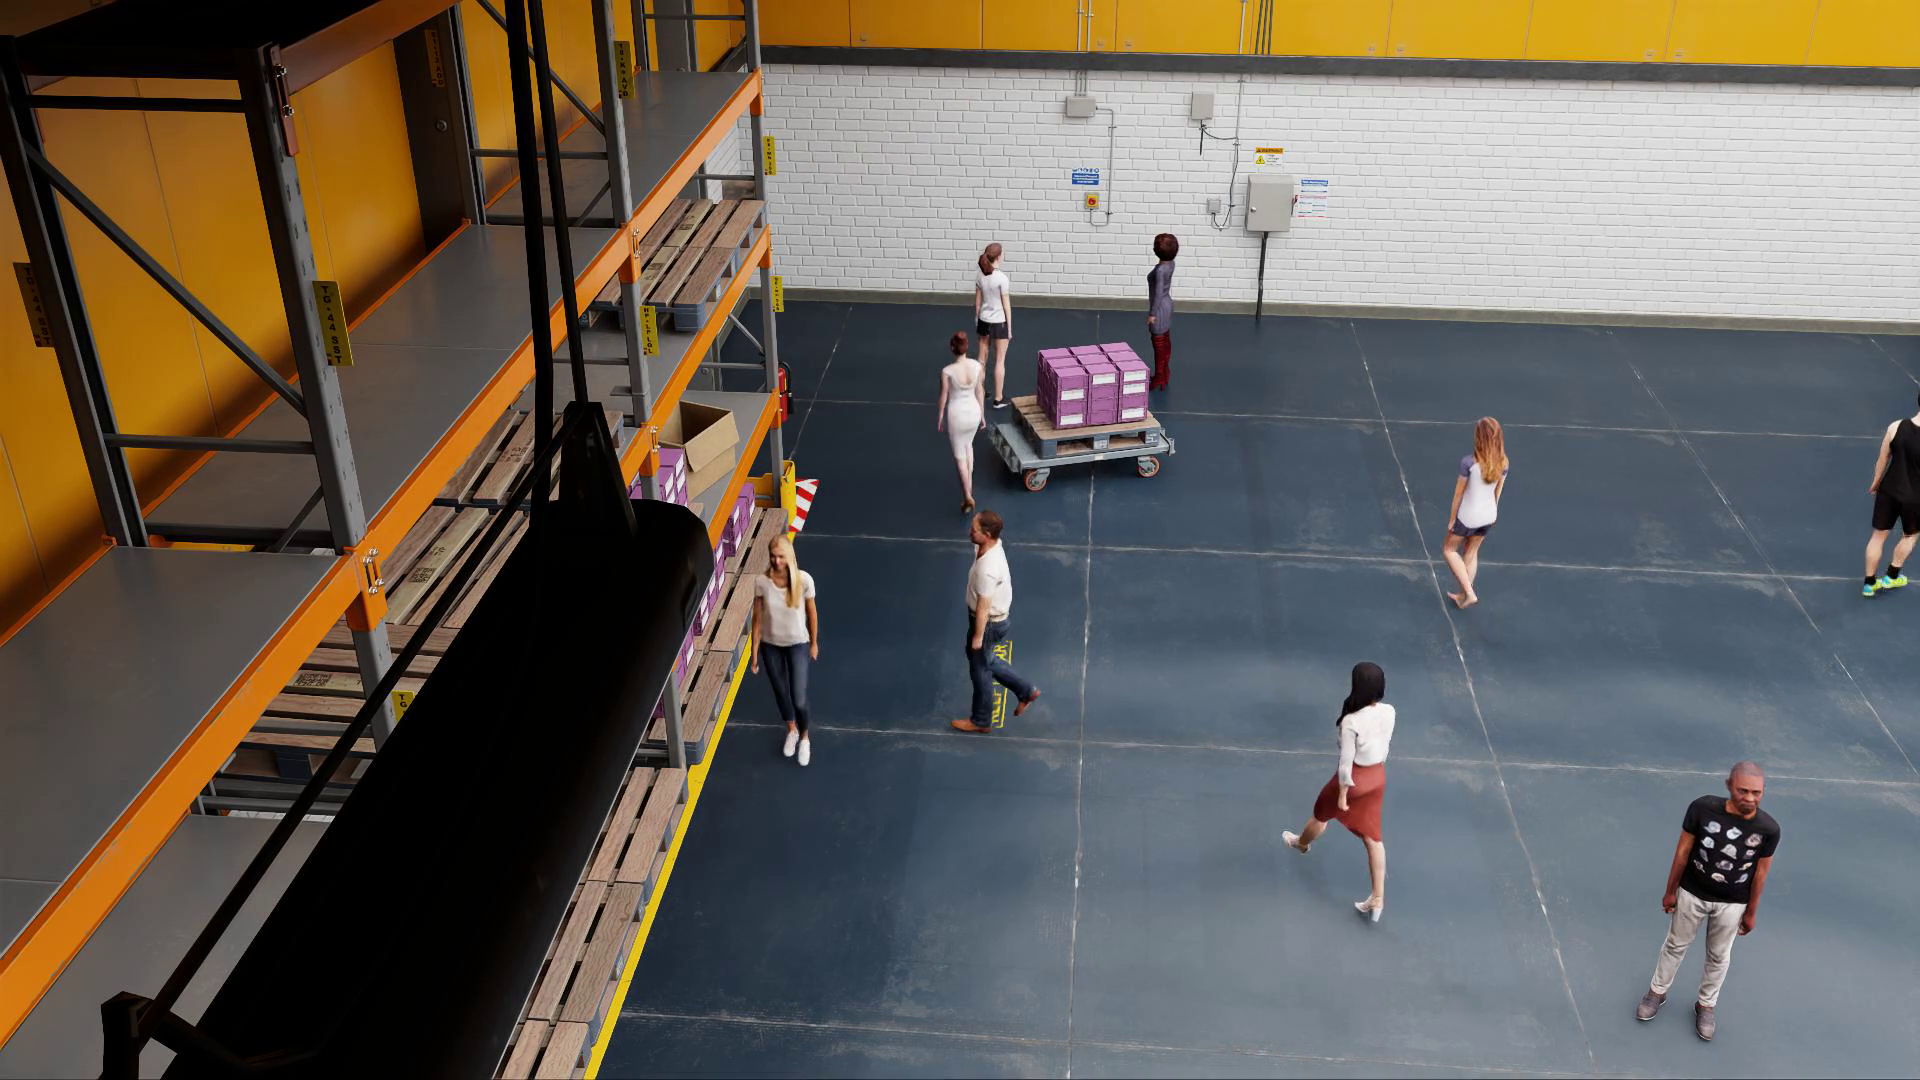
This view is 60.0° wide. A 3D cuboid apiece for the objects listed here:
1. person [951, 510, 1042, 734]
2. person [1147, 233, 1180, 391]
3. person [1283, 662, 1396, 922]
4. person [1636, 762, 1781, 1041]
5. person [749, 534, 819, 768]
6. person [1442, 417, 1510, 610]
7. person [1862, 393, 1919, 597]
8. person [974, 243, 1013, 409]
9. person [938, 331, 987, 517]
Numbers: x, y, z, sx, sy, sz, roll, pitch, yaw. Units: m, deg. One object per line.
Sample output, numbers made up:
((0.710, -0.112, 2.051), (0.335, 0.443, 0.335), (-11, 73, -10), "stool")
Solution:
((0.294, 0.615, 11.982), (0.715, 1.840, 0.821), (2, 29, 3), "person")
((2.147, -2.438, 17.713), (0.715, 1.711, 0.574), (13, 31, 22), "person")
((2.529, 1.600, 10.327), (1.022, 1.696, 1.200), (-15, 32, -25), "person")
((4.283, 2.013, 9.456), (0.738, 1.804, 0.732), (14, 32, 24), "person")
((-1.225, 0.724, 11.829), (0.605, 1.795, 0.622), (4, 29, 7), "person")
((4.213, -0.145, 13.507), (0.744, 1.714, 0.820), (-8, 30, -13), "person")
((7.753, -0.364, 13.734), (0.927, 1.881, 0.867), (-22, 35, -34), "person")
((0.337, -2.236, 17.301), (0.655, 1.750, 0.666), (17, 33, 28), "person")
((0.065, -1.018, 15.042), (0.724, 1.776, 0.779), (-12, 31, -20), "person")
